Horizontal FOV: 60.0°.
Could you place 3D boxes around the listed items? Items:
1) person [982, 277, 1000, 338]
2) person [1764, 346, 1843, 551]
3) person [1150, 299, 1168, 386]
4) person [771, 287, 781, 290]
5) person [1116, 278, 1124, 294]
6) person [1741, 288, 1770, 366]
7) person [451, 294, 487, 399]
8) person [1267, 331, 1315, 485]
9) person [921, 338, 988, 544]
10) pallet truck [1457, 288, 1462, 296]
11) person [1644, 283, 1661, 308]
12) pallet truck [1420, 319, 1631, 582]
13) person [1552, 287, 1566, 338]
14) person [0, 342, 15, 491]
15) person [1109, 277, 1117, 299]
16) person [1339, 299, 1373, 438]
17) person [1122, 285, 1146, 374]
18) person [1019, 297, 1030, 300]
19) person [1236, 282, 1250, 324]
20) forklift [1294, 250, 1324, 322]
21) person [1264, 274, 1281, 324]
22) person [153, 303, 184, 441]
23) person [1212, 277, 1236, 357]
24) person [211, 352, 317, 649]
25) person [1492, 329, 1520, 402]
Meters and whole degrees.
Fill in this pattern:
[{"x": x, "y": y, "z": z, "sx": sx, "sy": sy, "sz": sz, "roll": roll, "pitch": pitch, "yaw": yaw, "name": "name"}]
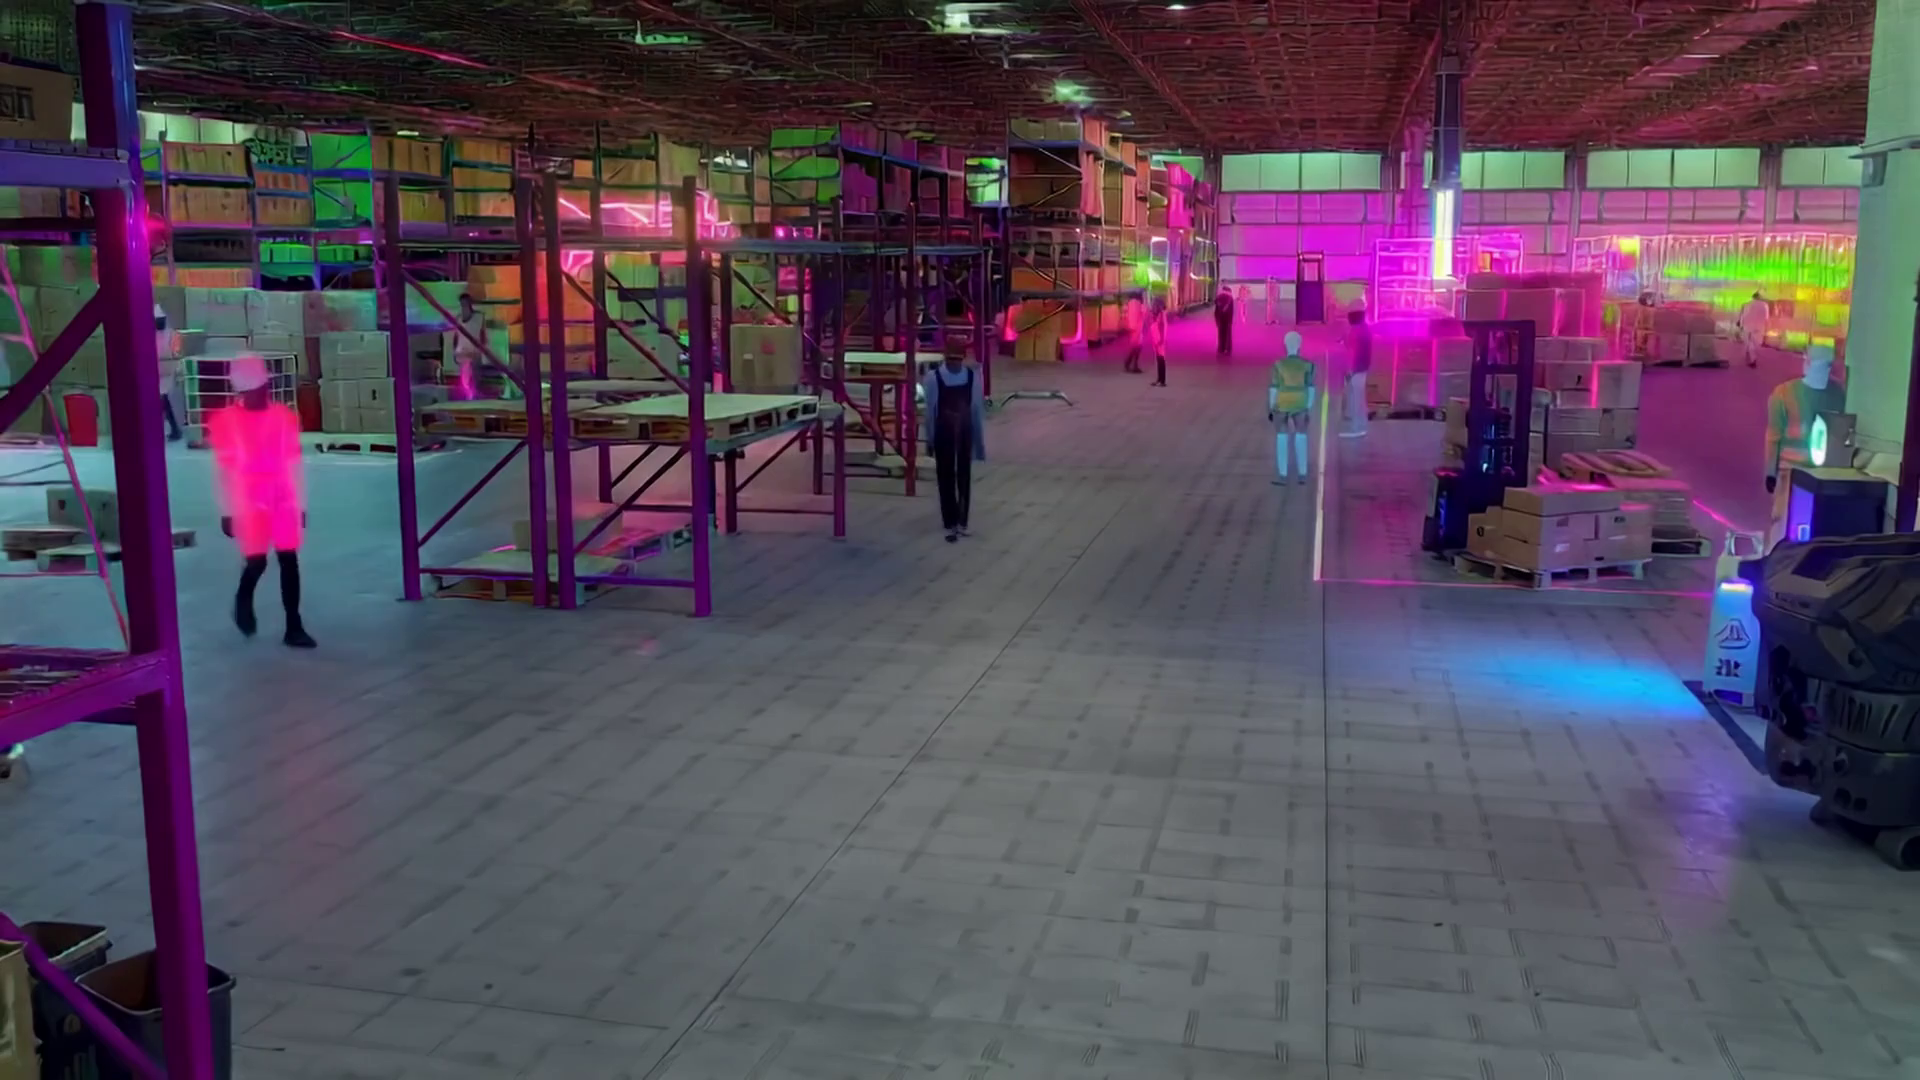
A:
[{"x": 0.973, "y": -7.345, "z": 52.579, "sx": 0.636, "sy": 1.911, "sz": 0.406, "roll": -5, "pitch": 11, "yaw": -27, "name": "person"}, {"x": 6.241, "y": -0.498, "z": 12.228, "sx": 0.631, "sy": 1.843, "sz": 0.429, "roll": 1, "pitch": 10, "yaw": 6, "name": "person"}, {"x": 3.902, "y": -3.863, "z": 32.572, "sx": 0.321, "sy": 1.699, "sz": 0.537, "roll": 0, "pitch": 10, "yaw": -2, "name": "person"}, {"x": -7.740, "y": -10.144, "z": 69.245, "sx": 0.560, "sy": 1.881, "sz": 1.017, "roll": 0, "pitch": 10, "yaw": 2, "name": "person"}, {"x": 8.195, "y": -12.896, "z": 85.325, "sx": 0.384, "sy": 1.948, "sz": 0.605, "roll": -6, "pitch": 12, "yaw": -33, "name": "person"}, {"x": 18.425, "y": -4.934, "z": 38.559, "sx": 0.604, "sy": 1.815, "sz": 0.431, "roll": 3, "pitch": 10, "yaw": 16, "name": "person"}, {"x": -8.034, "y": -3.073, "z": 27.254, "sx": 0.597, "sy": 1.915, "sz": 0.369, "roll": 1, "pitch": 10, "yaw": 7, "name": "person"}, {"x": 3.627, "y": -1.441, "z": 18.232, "sx": 0.530, "sy": 1.697, "sz": 0.322, "roll": -1, "pitch": 10, "yaw": -8, "name": "person"}, {"x": -0.042, "y": -0.870, "z": 14.600, "sx": 0.574, "sy": 1.779, "sz": 0.923, "roll": -1, "pitch": 10, "yaw": -4, "name": "person"}, {"x": 20.506, "y": -9.785, "z": 68.819, "sx": 0.653, "sy": 1.274, "sz": 1.630, "roll": 2, "pitch": 10, "yaw": 12, "name": "pallet truck"}, {"x": 23.004, "y": -7.698, "z": 55.319, "sx": 0.546, "sy": 1.677, "sz": 0.412, "roll": 3, "pitch": 10, "yaw": 15, "name": "person"}, {"x": 4.543, "y": -0.757, "z": 13.299, "sx": 0.823, "sy": 1.965, "sz": 1.885, "roll": -4, "pitch": 10, "yaw": -22, "name": "pallet truck"}, {"x": 13.730, "y": -4.833, "z": 37.894, "sx": 0.830, "sy": 1.849, "sz": 0.508, "roll": 3, "pitch": 10, "yaw": 18, "name": "person"}, {"x": -10.358, "y": -1.461, "z": 17.696, "sx": 0.510, "sy": 1.921, "sz": 0.642, "roll": 3, "pitch": 10, "yaw": 17, "name": "person"}, {"x": 8.413, "y": -13.832, "z": 91.341, "sx": 0.632, "sy": 1.790, "sz": 0.967, "roll": 0, "pitch": 10, "yaw": -1, "name": "person"}, {"x": 5.515, "y": -2.383, "z": 23.137, "sx": 0.369, "sy": 1.927, "sz": 0.586, "roll": 7, "pitch": 12, "yaw": 34, "name": "person"}, {"x": 3.795, "y": -4.528, "z": 35.853, "sx": 0.430, "sy": 1.920, "sz": 0.570, "roll": -5, "pitch": 11, "yaw": -27, "name": "person"}, {"x": 2.170, "y": -7.465, "z": 53.908, "sx": 0.542, "sy": 1.695, "sz": 0.316, "roll": -5, "pitch": 11, "yaw": -27, "name": "person"}, {"x": 10.858, "y": -9.112, "z": 63.932, "sx": 0.505, "sy": 1.607, "sz": 0.707, "roll": 5, "pitch": 11, "yaw": 26, "name": "person"}, {"x": 13.778, "y": -10.002, "z": 65.433, "sx": 1.129, "sy": 2.768, "sz": 1.873, "roll": 2, "pitch": 10, "yaw": 12, "name": "forklift"}, {"x": 11.926, "y": -9.210, "z": 63.528, "sx": 0.637, "sy": 1.938, "sz": 0.357, "roll": -1, "pitch": 10, "yaw": -7, "name": "person"}, {"x": -10.755, "y": -2.226, "z": 22.335, "sx": 0.556, "sy": 1.876, "sz": 1.025, "roll": 1, "pitch": 10, "yaw": 8, "name": "person"}, {"x": 6.691, "y": -5.694, "z": 42.405, "sx": 0.535, "sy": 2.000, "sz": 0.674, "roll": 9, "pitch": 13, "yaw": 43, "name": "person"}, {"x": -4.431, "y": -0.246, "z": 10.540, "sx": 0.529, "sy": 1.906, "sz": 0.587, "roll": 9, "pitch": 13, "yaw": 44, "name": "person"}, {"x": 6.388, "y": -1.616, "z": 19.121, "sx": 0.721, "sy": 1.739, "sz": 0.539, "roll": 3, "pitch": 10, "yaw": 15, "name": "person"}]
